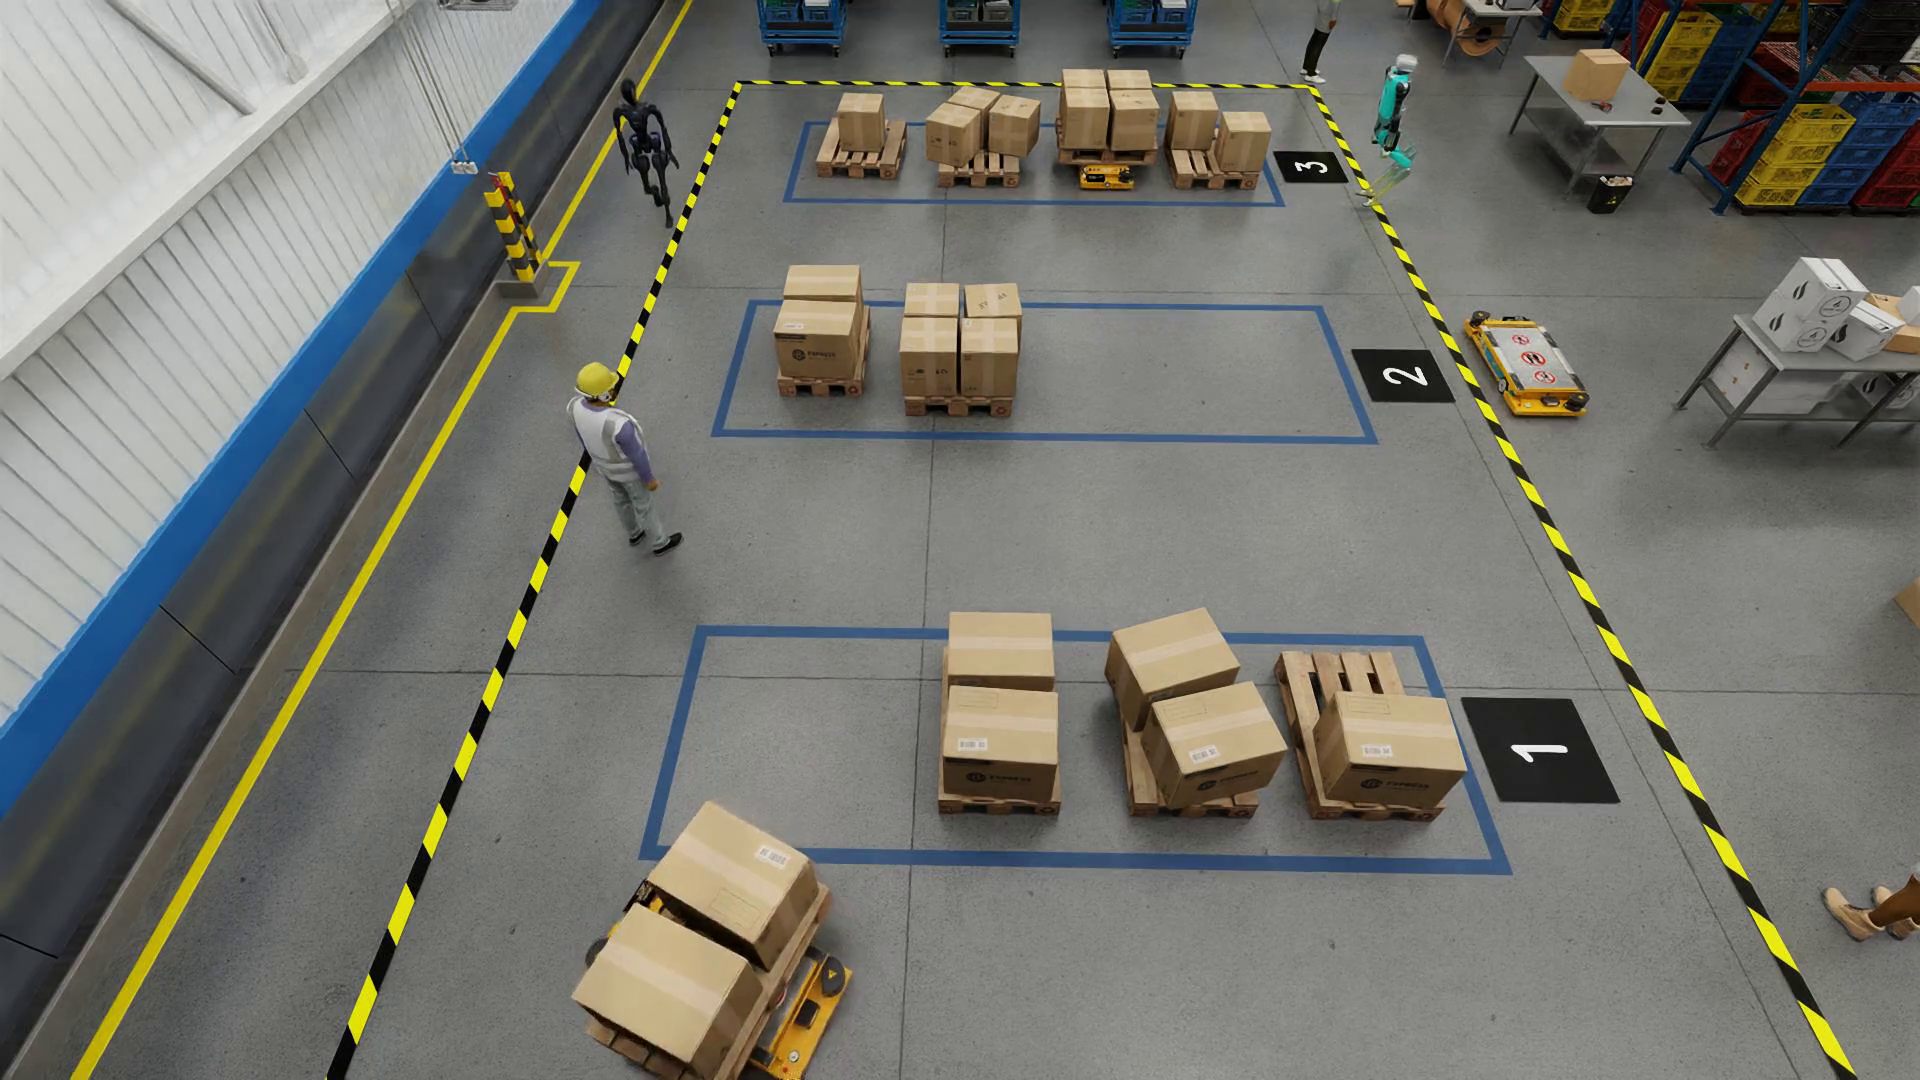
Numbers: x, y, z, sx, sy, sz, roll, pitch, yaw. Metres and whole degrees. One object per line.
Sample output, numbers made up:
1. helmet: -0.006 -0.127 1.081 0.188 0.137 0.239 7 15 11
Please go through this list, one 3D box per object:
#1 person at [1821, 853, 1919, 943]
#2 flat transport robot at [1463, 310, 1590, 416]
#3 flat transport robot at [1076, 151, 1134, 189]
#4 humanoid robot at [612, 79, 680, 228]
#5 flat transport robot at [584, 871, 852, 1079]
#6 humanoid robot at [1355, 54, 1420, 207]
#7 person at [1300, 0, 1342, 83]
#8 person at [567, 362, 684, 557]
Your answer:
1. person: 5.581 1.657 4.928 0.613 2.039 0.383 1 49 1
2. flat transport robot: 5.573 -1.757 9.054 0.659 0.231 1.431 1 49 1
3. flat transport robot: 1.845 -4.982 11.827 0.652 0.197 1.431 1 49 1
4. humanoid robot: -3.547 -4.454 10.469 0.612 1.640 0.580 -7 50 -6
5. flat transport robot: -1.417 2.505 5.347 1.431 0.197 0.652 19 52 16
6. humanoid robot: 5.056 -4.665 10.513 0.735 1.673 0.533 1 49 1
7. person: 5.255 -7.496 12.978 0.396 1.847 0.587 2 49 2
8. person: -2.568 -0.593 7.012 0.596 1.830 0.403 24 53 19
